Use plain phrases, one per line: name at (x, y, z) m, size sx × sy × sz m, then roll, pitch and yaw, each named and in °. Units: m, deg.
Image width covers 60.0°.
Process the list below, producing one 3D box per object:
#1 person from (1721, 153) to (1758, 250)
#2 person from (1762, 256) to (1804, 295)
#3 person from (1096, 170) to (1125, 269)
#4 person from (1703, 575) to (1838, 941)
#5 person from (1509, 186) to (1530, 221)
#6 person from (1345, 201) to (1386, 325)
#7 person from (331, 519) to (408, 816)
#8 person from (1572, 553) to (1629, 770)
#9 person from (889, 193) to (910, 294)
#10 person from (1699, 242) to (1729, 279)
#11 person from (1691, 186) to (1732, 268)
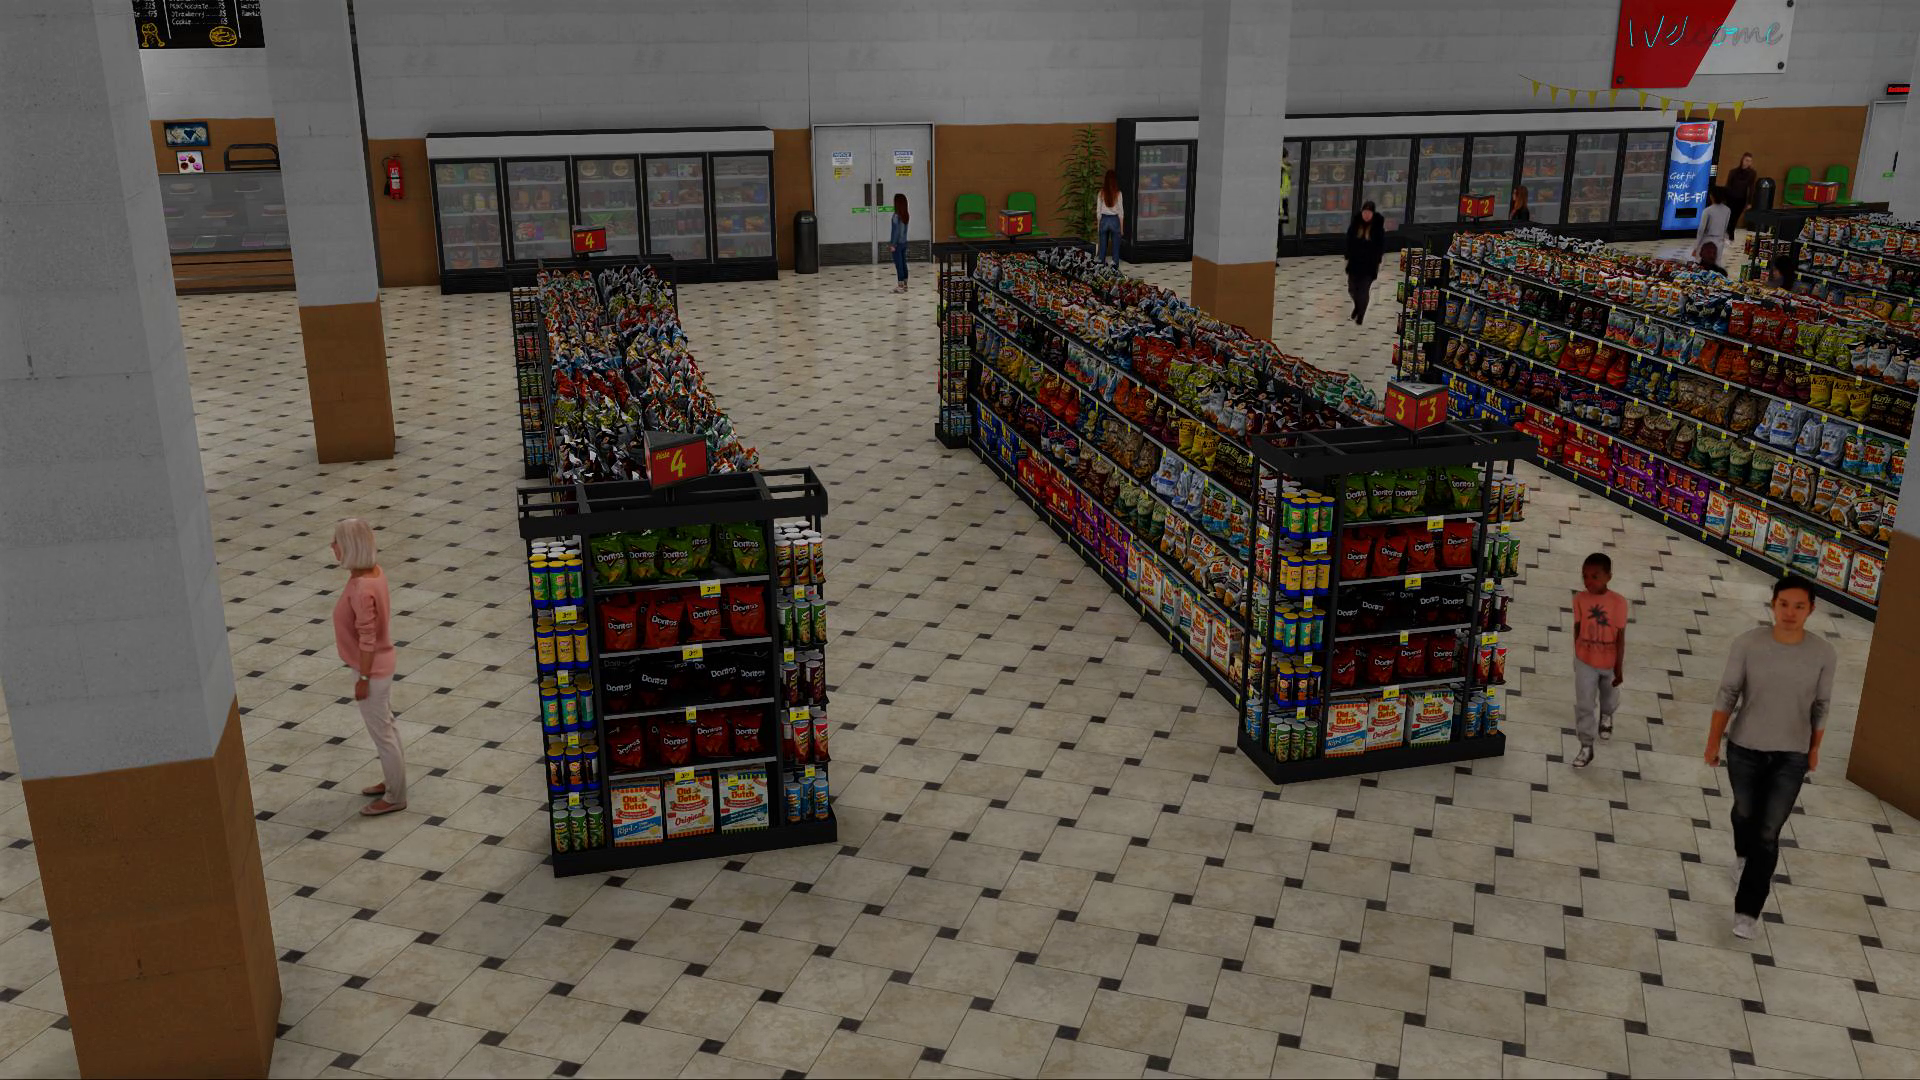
person at (13.519, -5.901, 29.007) m, size 0.947 × 1.639 × 1.230 m, roll 3°, pitch 19°, yaw 9°
person at (8.887, -2.263, 18.155) m, size 0.692 × 1.680 × 0.690 m, roll 1°, pitch 19°, yaw 4°
person at (2.335, -4.884, 25.852) m, size 0.655 × 1.728 × 0.679 m, roll 6°, pitch 20°, yaw 18°
person at (4.024, 1.014, 8.308) m, size 1.133 × 1.761 × 1.226 m, roll 9°, pitch 21°, yaw 25°
person at (8.034, -4.255, 24.026) m, size 0.734 × 1.703 × 0.572 m, roll 1°, pitch 19°, yaw 4°
person at (5.516, -3.784, 22.684) m, size 0.828 × 1.667 × 0.880 m, roll 8°, pitch 20°, yaw 22°
person at (-3.291, 0.697, 9.304) m, size 0.653 × 1.725 × 0.447 m, roll -5°, pitch 19°, yaw -13°
person at (3.860, 0.695, 9.996) m, size 0.853 × 1.287 × 0.908 m, roll 9°, pitch 21°, yaw 25°
person at (-0.905, -4.458, 24.983) m, size 0.708 × 1.476 × 0.619 m, roll 7°, pitch 20°, yaw 21°
person at (8.129, -2.390, 18.314) m, size 0.941 × 1.818 × 1.177 m, roll 2°, pitch 19°, yaw 6°
person at (10.727, -4.185, 23.766) m, size 0.614 × 1.737 × 0.526 m, roll -5°, pitch 19°, yaw -14°
